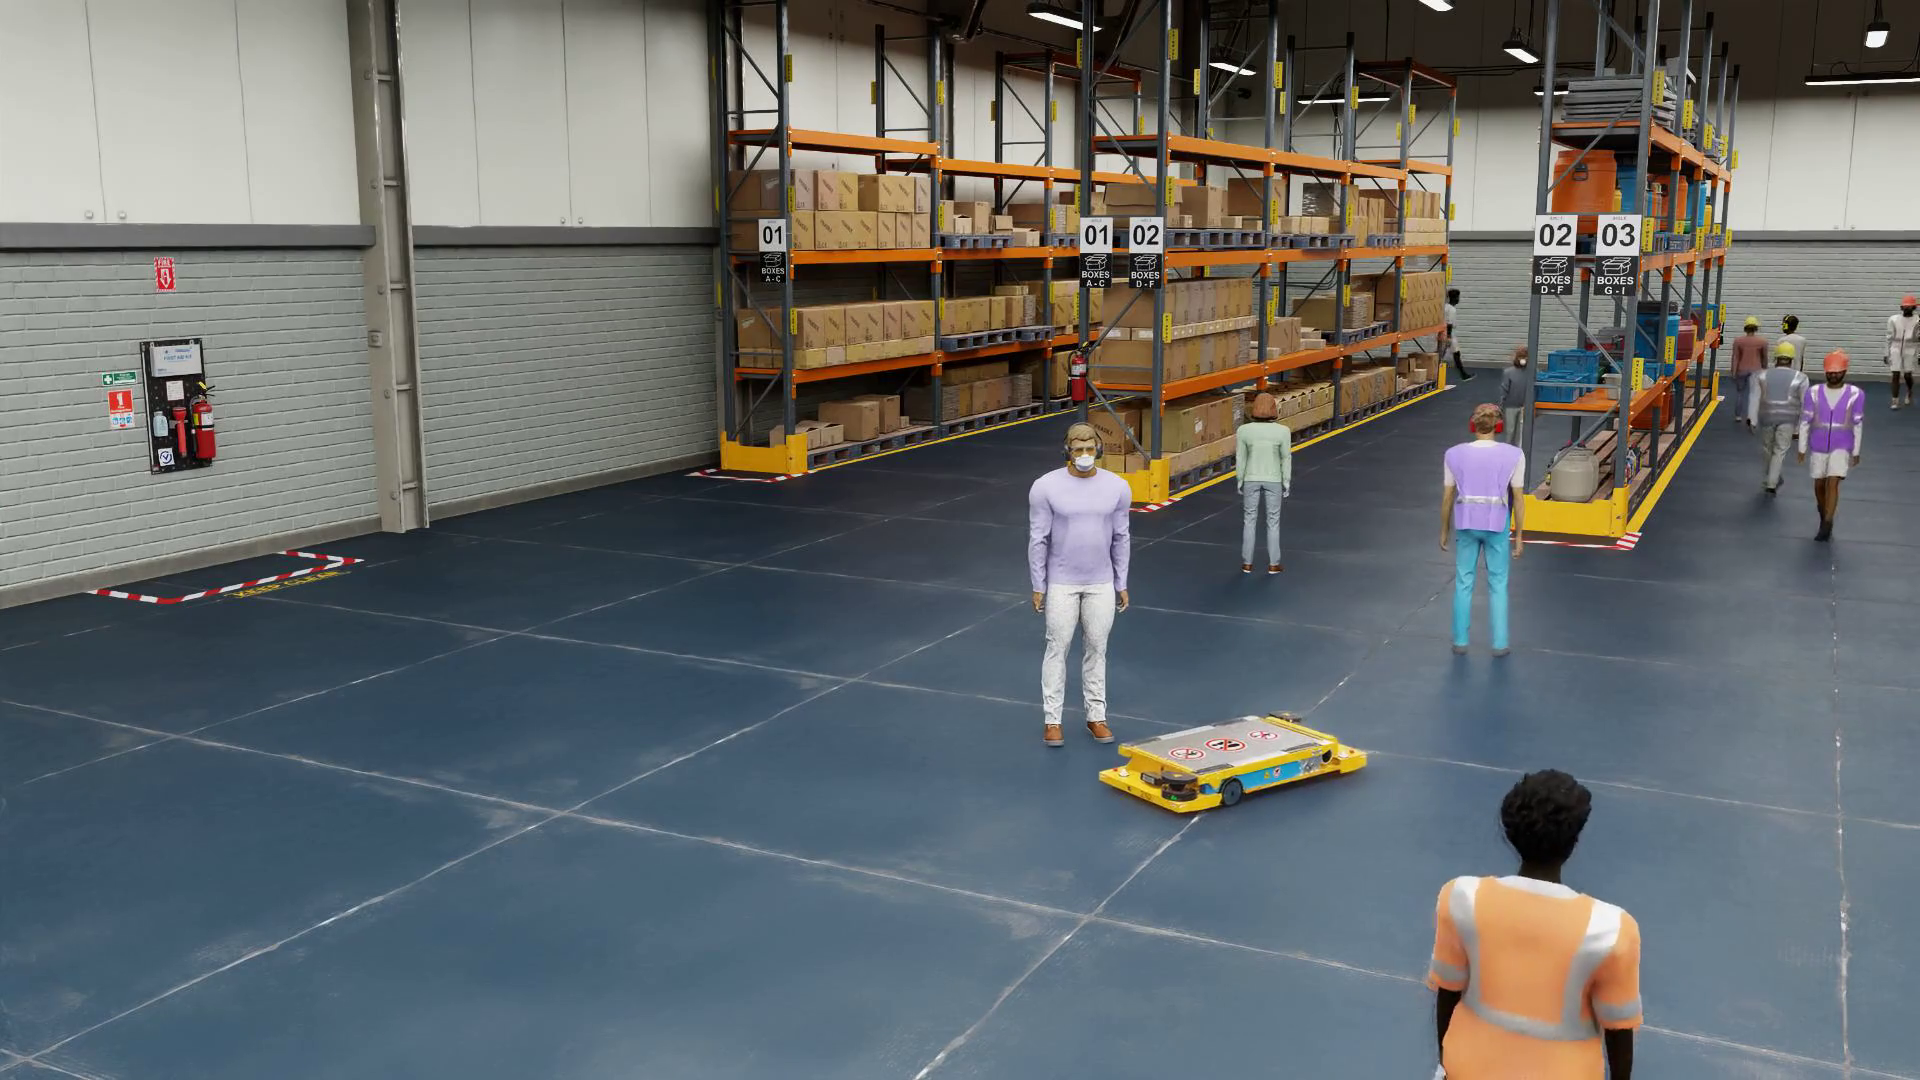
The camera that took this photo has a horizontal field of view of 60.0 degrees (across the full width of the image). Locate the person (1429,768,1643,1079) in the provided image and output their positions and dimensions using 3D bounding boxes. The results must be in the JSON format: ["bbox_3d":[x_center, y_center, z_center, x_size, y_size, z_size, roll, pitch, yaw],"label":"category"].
[{"bbox_3d":[1.456,1.424,4.305,0.539,1.679,0.555,7,12,32],"label":"person"}]

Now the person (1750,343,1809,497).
[{"bbox_3d":[9.621,-1.413,19.491,0.611,1.782,0.956,9,13,39],"label":"person"}]

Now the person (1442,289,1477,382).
[{"bbox_3d":[10.215,-4.205,34.329,0.961,1.919,0.635,0,10,0],"label":"person"}]

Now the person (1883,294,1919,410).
[{"bbox_3d":[16.454,-3.269,28.973,0.610,2.027,0.528,9,13,39],"label":"person"}]

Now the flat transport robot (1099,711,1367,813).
[{"bbox_3d":[1.534,1.217,9.280,1.431,0.197,0.652,-7,13,-34],"label":"flat transport robot"}]

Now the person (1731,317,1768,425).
[{"bbox_3d":[12.734,-2.731,26.844,0.526,1.725,0.894,5,12,25],"label":"person"}]

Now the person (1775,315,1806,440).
[{"bbox_3d":[12.308,-2.408,24.725,0.510,1.860,0.350,-3,11,-14],"label":"person"}]

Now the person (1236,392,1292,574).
[{"bbox_3d":[2.728,-0.510,14.970,0.500,1.636,0.282,3,11,17],"label":"person"}]

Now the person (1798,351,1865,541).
[{"bbox_3d":[8.795,-0.969,16.797,0.558,1.904,0.851,7,13,34],"label":"person"}]

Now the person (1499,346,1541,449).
[{"bbox_3d":[7.333,-1.745,21.785,0.504,1.600,0.795,3,11,18],"label":"person"}]

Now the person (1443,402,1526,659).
[{"bbox_3d":[3.754,-0.060,11.953,0.569,1.843,0.374,5,11,24],"label":"person"}]

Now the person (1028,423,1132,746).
[{"bbox_3d":[0.717,0.264,9.928,0.631,1.939,0.370,-2,11,-11],"label":"person"}]
